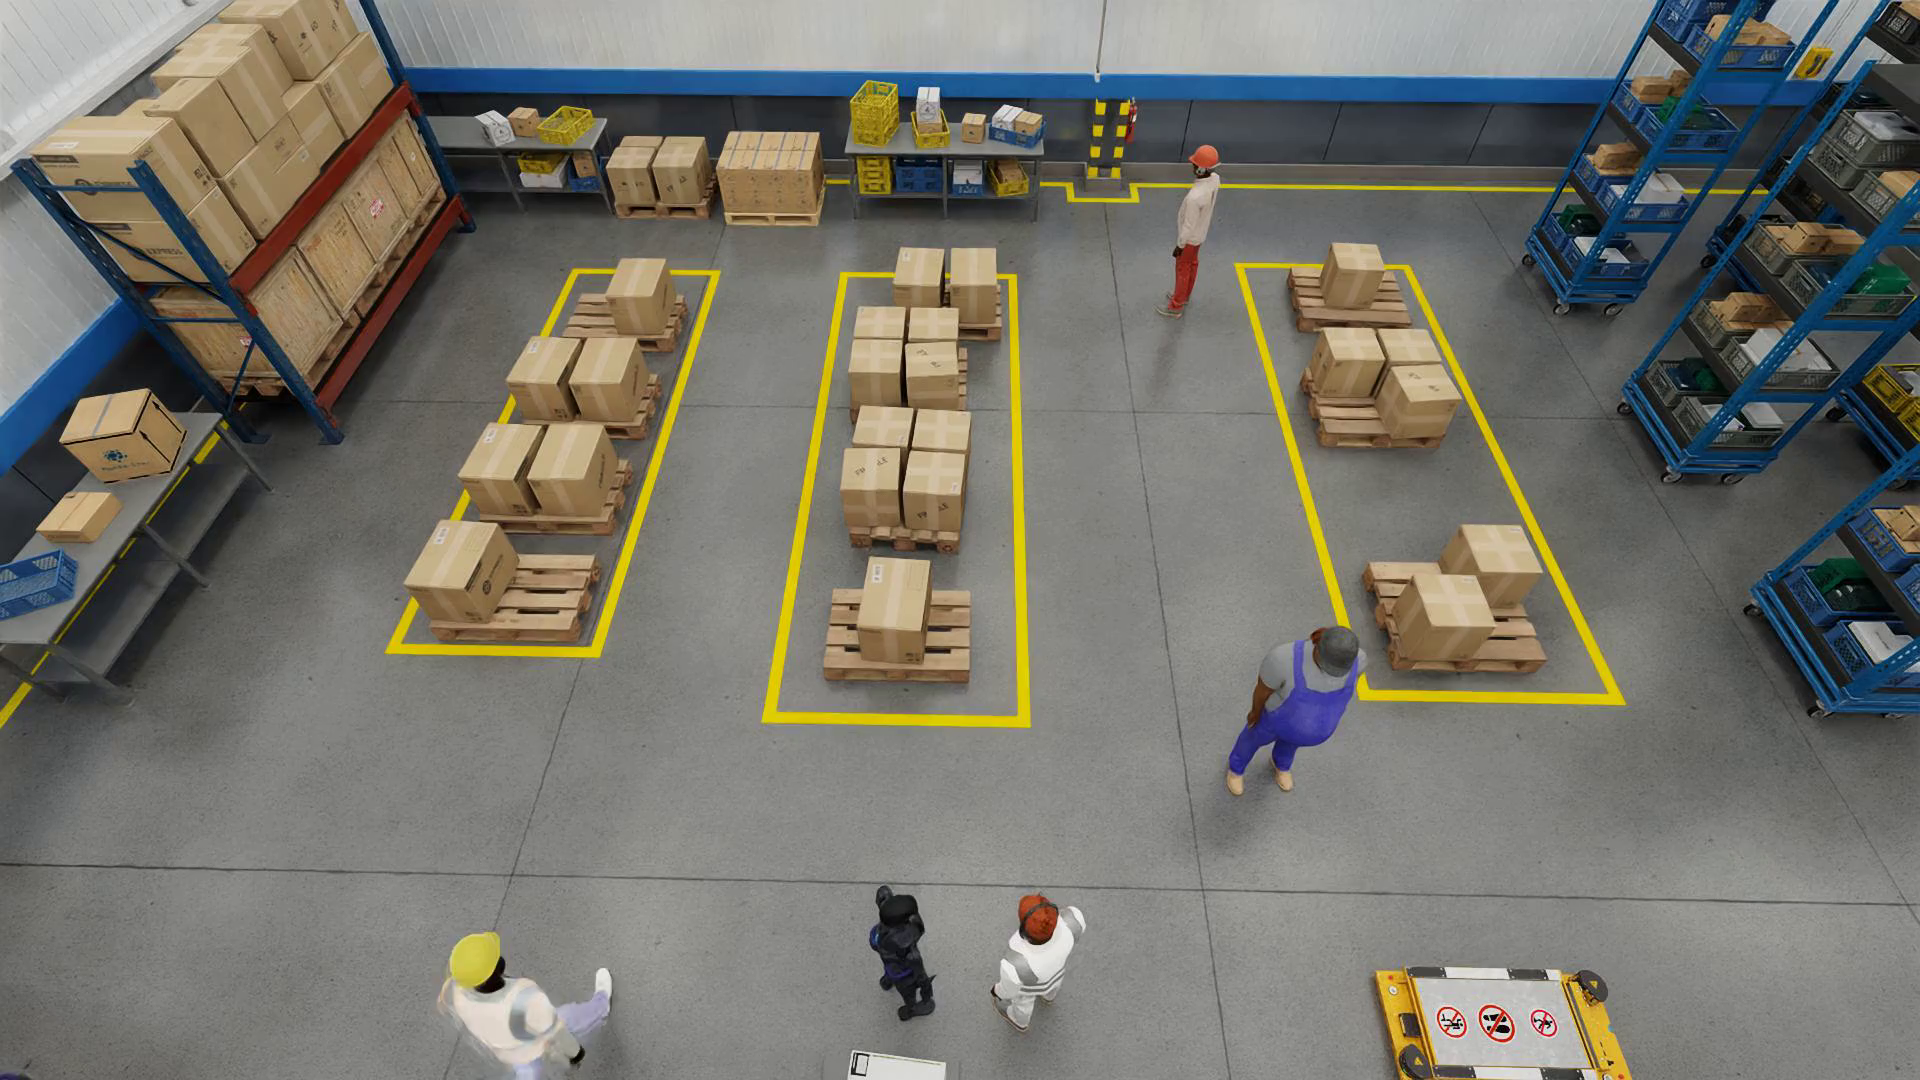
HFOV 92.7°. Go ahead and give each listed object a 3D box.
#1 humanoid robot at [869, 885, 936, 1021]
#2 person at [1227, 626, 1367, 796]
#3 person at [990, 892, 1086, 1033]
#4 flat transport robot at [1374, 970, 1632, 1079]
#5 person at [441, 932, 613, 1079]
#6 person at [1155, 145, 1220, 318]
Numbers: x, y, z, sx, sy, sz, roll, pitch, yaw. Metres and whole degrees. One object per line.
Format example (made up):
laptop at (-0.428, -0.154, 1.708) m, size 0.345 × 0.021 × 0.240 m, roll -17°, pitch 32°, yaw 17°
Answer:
humanoid robot at (-0.350, 2.482, 5.544) m, size 0.324 × 1.657 × 0.593 m, roll -24°, pitch 55°, yaw -18°
person at (2.346, 1.214, 6.354) m, size 0.673 × 2.000 × 0.536 m, roll -2°, pitch 51°, yaw -2°
person at (0.431, 2.500, 5.404) m, size 0.573 × 1.887 × 0.355 m, roll -31°, pitch 57°, yaw -23°
flat transport robot at (3.501, 3.133, 5.914) m, size 1.431 × 0.197 × 0.652 m, roll 1°, pitch 51°, yaw 1°
person at (-2.449, 2.771, 5.196) m, size 0.631 × 1.863 × 1.010 m, roll 3°, pitch 51°, yaw 2°
person at (2.549, -3.389, 10.136) m, size 0.377 × 1.994 × 0.610 m, roll 26°, pitch 55°, yaw 20°
